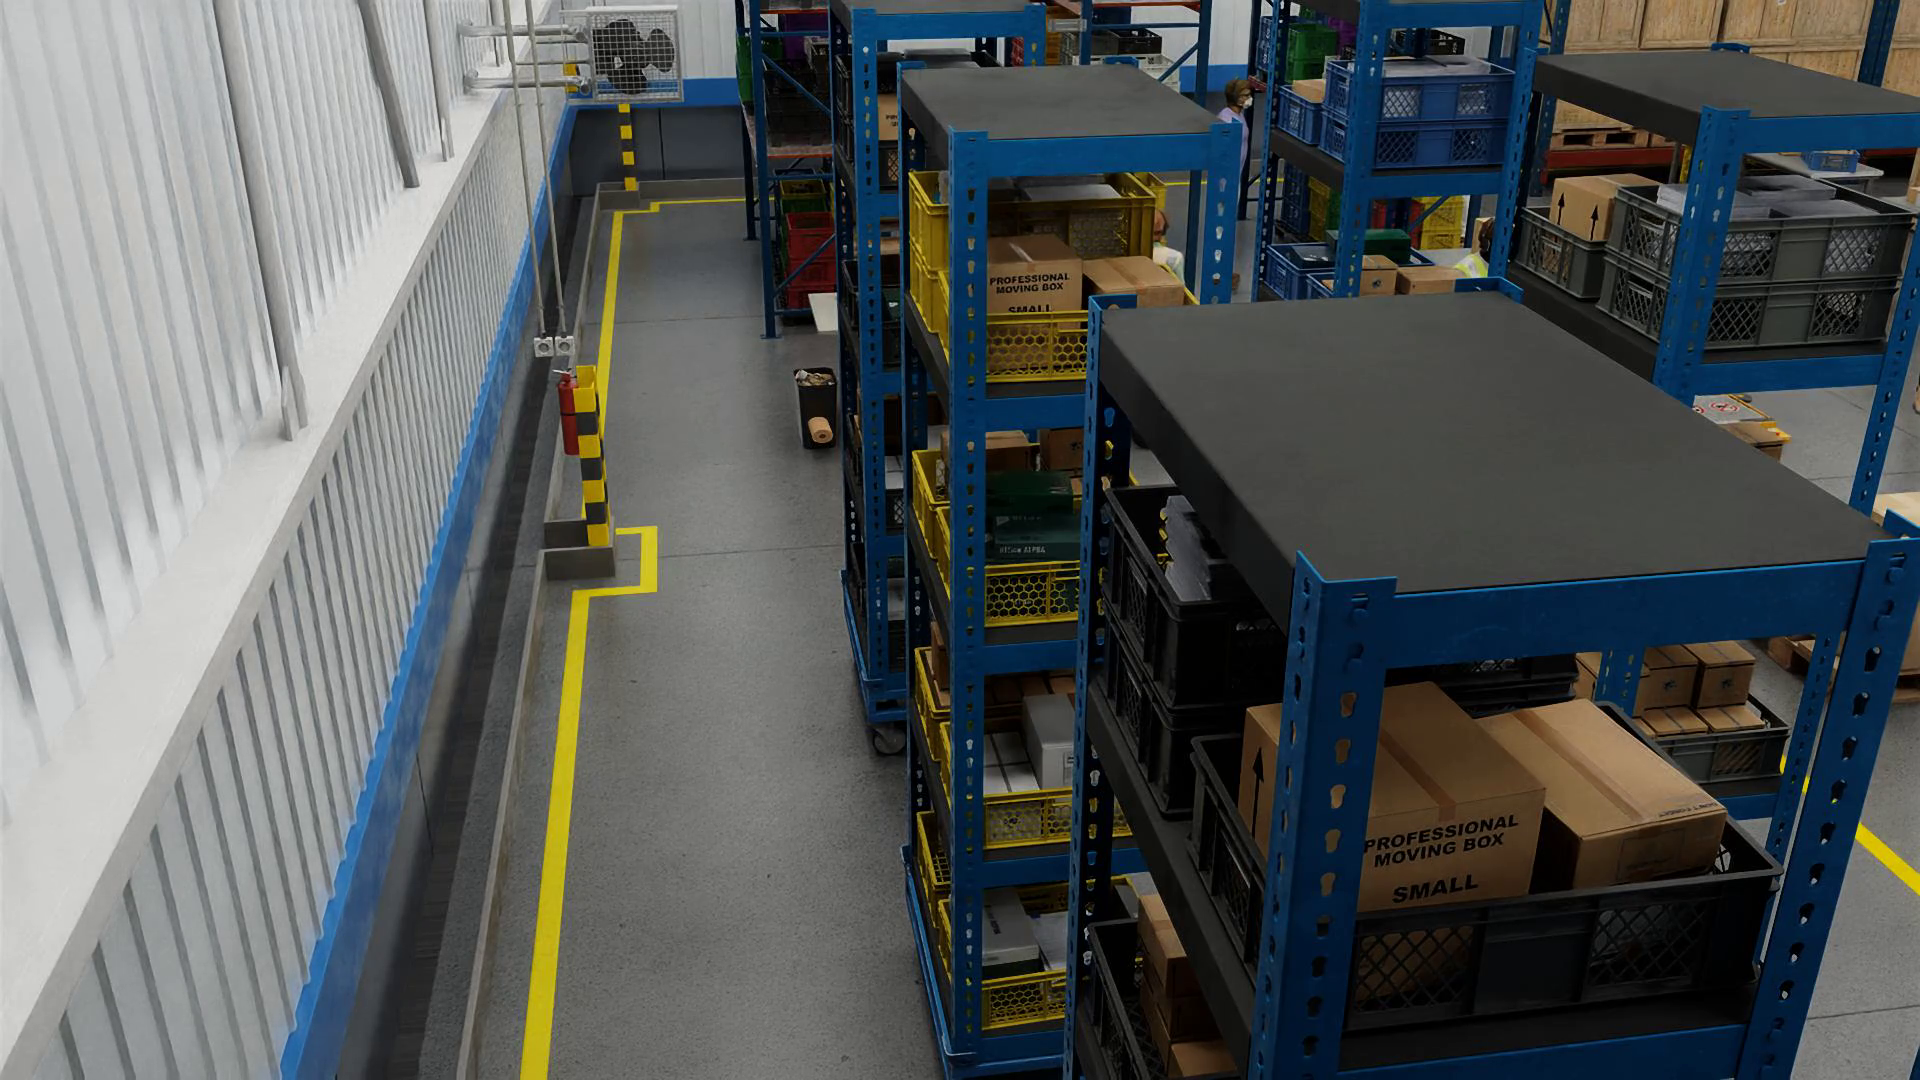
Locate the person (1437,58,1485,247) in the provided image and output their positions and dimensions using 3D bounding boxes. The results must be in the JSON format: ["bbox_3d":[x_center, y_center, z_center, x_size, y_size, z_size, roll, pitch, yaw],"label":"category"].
[{"bbox_3d":[5.130,-3.939,16.915,0.356,1.883,0.574,1,25,2],"label":"person"}]

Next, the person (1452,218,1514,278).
[{"bbox_3d":[3.480,-1.240,11.094,0.633,1.842,0.429,-14,28,-27],"label":"person"}]

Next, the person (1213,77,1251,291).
[{"bbox_3d":[2.499,-3.321,15.503,0.370,1.940,0.627,7,26,15],"label":"person"}]

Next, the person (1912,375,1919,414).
[{"bbox_3d":[7.504,-1.748,12.365,0.540,1.698,0.317,-1,25,-2],"label":"person"}]
